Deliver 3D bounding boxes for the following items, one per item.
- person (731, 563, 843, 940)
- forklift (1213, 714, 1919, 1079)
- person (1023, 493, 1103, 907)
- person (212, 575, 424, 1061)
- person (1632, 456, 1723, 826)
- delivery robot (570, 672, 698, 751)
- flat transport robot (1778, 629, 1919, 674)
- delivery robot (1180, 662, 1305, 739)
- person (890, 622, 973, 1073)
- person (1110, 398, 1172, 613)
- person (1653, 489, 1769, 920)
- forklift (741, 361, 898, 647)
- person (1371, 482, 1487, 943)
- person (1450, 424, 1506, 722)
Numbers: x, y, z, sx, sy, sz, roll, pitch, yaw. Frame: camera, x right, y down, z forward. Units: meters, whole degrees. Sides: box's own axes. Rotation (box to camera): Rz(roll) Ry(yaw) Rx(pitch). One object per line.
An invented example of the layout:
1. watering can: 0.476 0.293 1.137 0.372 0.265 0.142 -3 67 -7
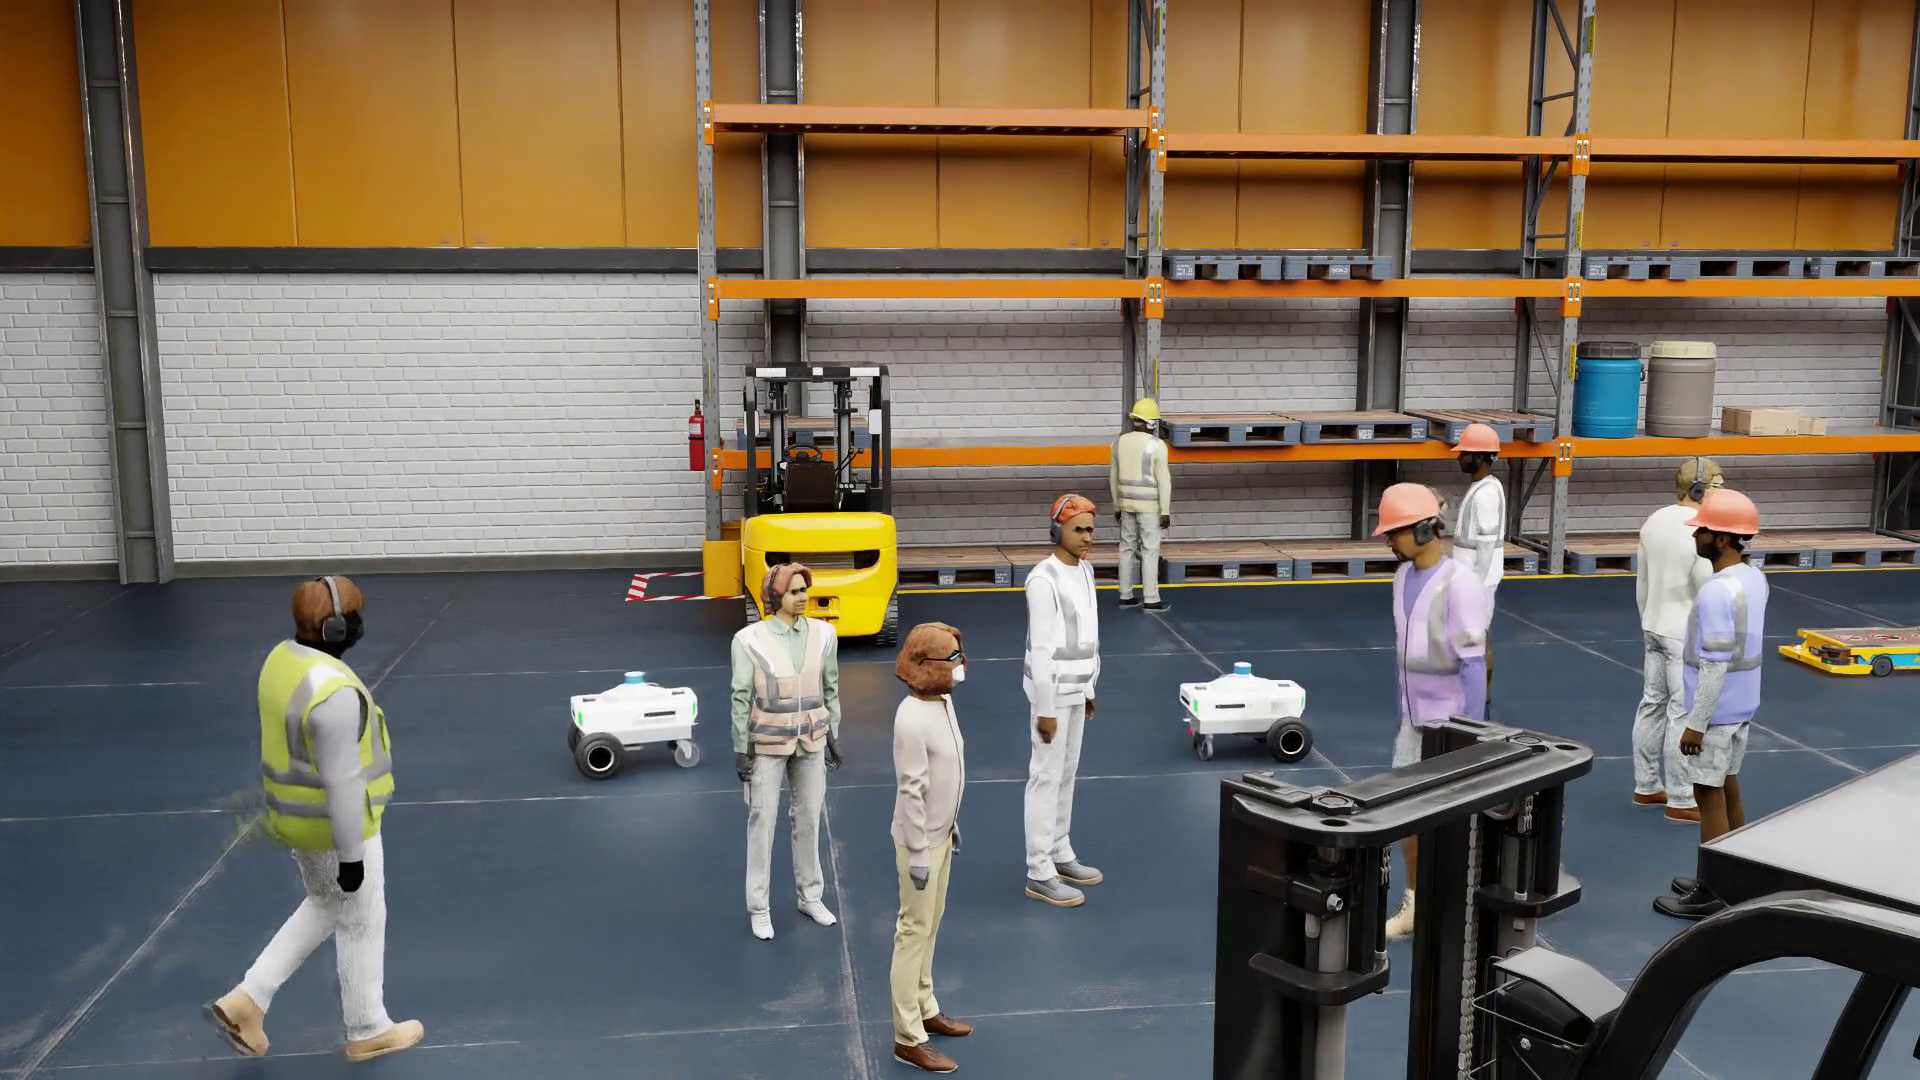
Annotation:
1. person: -0.758 0.909 7.288 0.521 1.643 0.306 -5 11 -30
2. forklift: 1.441 1.425 2.350 1.214 2.155 2.313 -7 12 -39
3. person: 0.482 0.723 7.703 0.362 1.883 0.576 4 10 25
4. person: -2.314 1.029 5.973 0.619 1.827 0.645 -8 12 -40
5. person: 3.806 0.523 8.783 0.378 1.937 0.629 -2 9 -11
6. delivery robot: -1.900 1.014 9.721 0.707 0.478 0.477 -3 10 -19
7. flat transport robot: 6.883 0.802 12.221 1.431 0.197 0.652 -1 9 -6
8. delivery robot: 1.684 0.977 9.952 0.707 0.478 0.477 -1 9 -8
9. person: -0.104 1.102 6.106 0.279 1.634 0.499 2 9 13
10. person: 1.564 -0.296 14.217 0.600 1.829 0.404 9 12 43
11. person: 3.366 0.737 7.430 0.353 1.942 0.545 8 12 40
12. forklift: -1.154 -0.340 13.365 1.214 2.155 2.313 -1 9 -7
13. person: 2.160 0.746 7.214 0.793 1.994 0.709 -3 10 -17
14. person: 3.287 0.225 10.641 0.358 1.938 0.542 2 9 15
